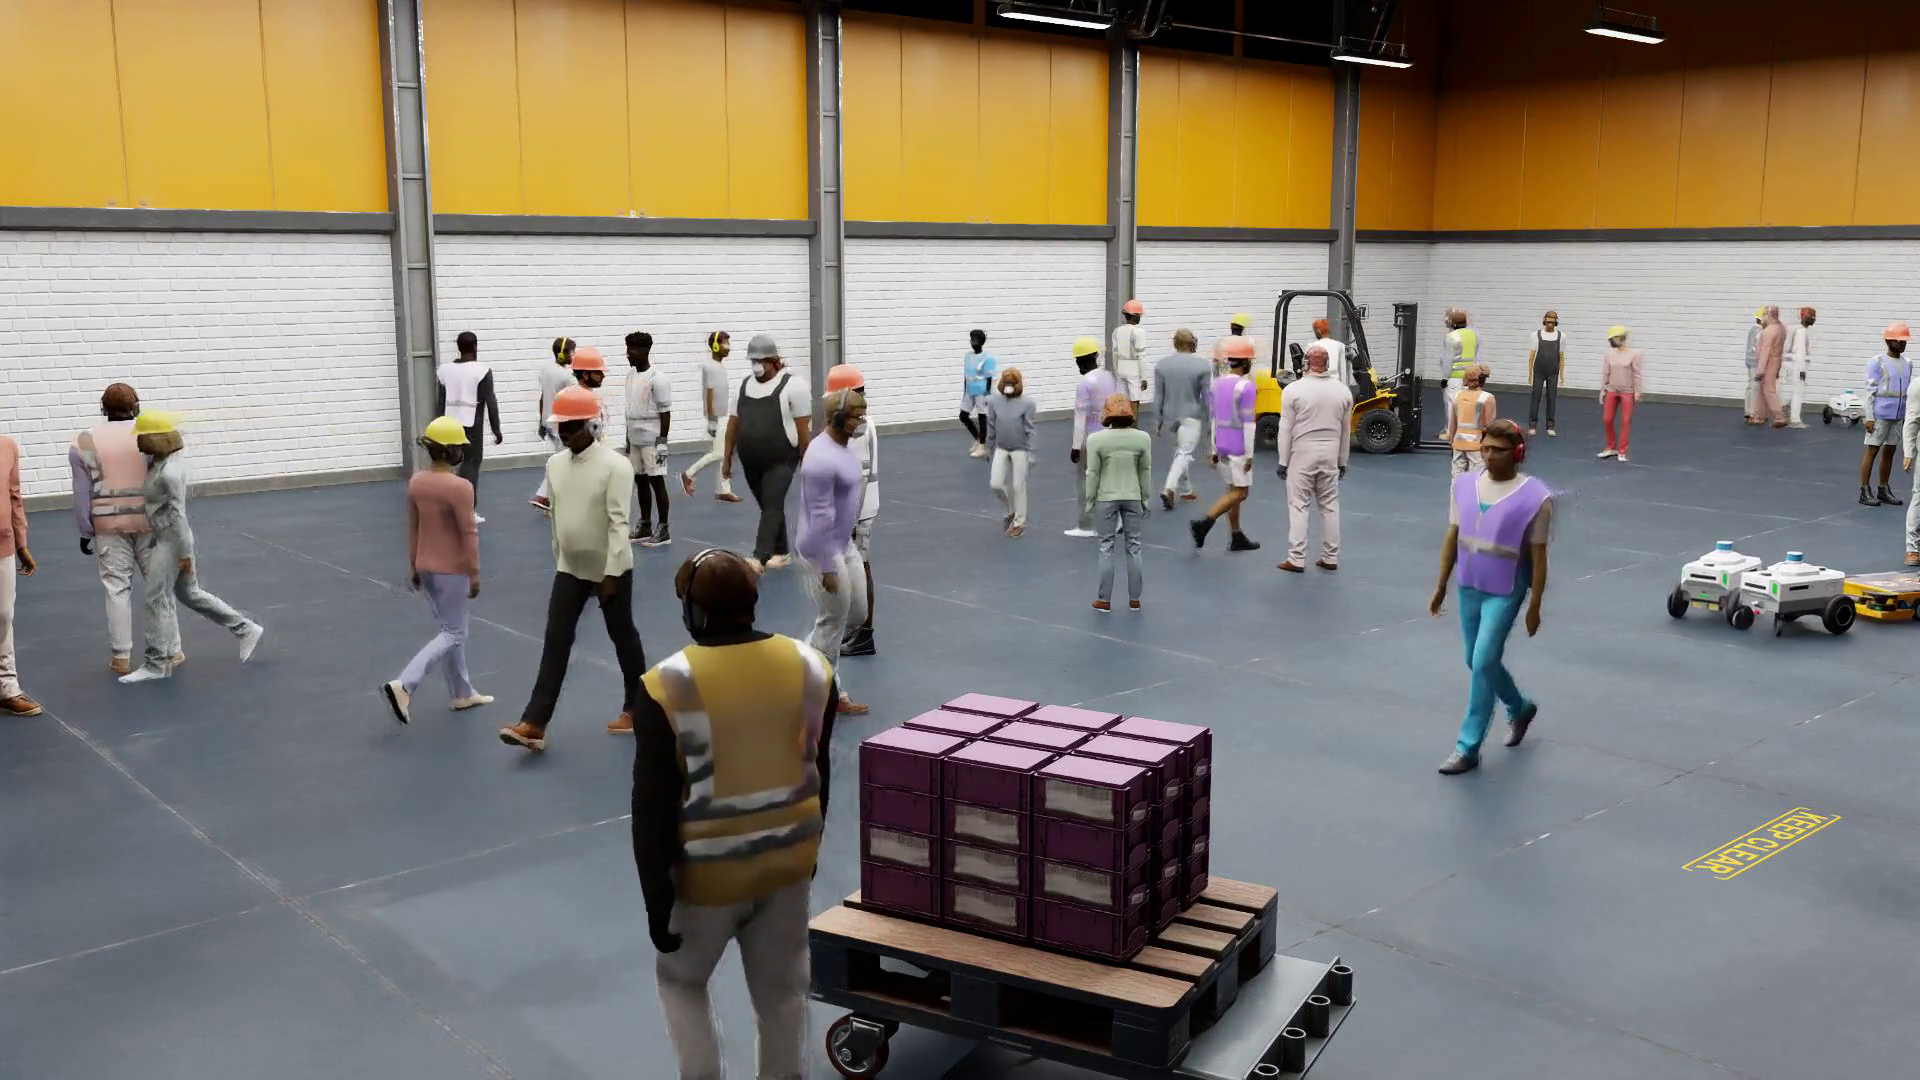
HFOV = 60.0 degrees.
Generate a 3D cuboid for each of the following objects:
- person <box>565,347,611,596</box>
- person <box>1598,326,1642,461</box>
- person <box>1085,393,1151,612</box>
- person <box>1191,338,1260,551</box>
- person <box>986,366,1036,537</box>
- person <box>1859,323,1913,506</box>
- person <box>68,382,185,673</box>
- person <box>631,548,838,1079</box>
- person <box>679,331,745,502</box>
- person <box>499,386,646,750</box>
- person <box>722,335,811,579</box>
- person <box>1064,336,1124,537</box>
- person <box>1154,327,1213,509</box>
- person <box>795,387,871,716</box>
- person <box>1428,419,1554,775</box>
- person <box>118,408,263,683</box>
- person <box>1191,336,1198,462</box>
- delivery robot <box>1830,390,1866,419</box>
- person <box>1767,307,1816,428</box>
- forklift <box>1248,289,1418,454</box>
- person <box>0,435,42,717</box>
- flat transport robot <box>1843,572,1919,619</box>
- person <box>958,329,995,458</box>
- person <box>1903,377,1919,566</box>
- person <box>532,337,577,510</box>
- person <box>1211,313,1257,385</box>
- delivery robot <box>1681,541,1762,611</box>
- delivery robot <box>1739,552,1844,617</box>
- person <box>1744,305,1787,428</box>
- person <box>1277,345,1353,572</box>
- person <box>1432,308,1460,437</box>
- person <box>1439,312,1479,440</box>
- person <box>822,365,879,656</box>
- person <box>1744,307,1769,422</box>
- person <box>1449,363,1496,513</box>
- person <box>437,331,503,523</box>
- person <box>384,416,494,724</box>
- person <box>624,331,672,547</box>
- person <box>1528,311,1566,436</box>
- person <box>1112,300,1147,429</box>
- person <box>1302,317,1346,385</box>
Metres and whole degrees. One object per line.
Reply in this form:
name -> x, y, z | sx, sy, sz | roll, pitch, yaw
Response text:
person -> -2.886, -0.536, 12.983 | 0.372, 1.934, 0.551 | -3, 10, -17
person -> 8.563, -1.885, 21.510 | 0.369, 1.729, 0.567 | -7, 12, -37
person -> 1.170, -0.275, 12.343 | 0.497, 1.633, 0.288 | -2, 10, -9
person -> 2.349, -0.819, 14.696 | 0.769, 1.920, 0.549 | -5, 11, -28
person -> 0.484, -0.826, 15.611 | 0.532, 1.613, 0.359 | 5, 11, 25
person -> 9.825, -1.324, 17.590 | 0.543, 1.939, 0.360 | -3, 10, -15
person -> -5.275, -0.078, 10.581 | 0.624, 1.845, 0.430 | -4, 11, -25
person -> -0.643, 0.929, 4.731 | 0.642, 1.824, 0.486 | -6, 11, -30
person -> -2.658, -1.311, 17.783 | 0.606, 1.852, 0.530 | 2, 10, 12
person -> -2.033, 0.158, 8.894 | 0.613, 1.942, 1.008 | 5, 11, 25
person -> -1.655, -0.712, 13.710 | 0.707, 2.000, 1.002 | 5, 11, 26
person -> 1.302, -0.948, 15.537 | 0.607, 1.898, 0.613 | 6, 11, 30
person -> 2.316, -1.280, 17.465 | 0.635, 1.911, 0.967 | 6, 12, 33
person -> -0.759, 0.080, 9.471 | 0.512, 1.912, 0.645 | 2, 10, 14
person -> 2.793, 0.265, 8.641 | 0.859, 1.819, 0.581 | -6, 12, -33
person -> -4.868, 0.014, 10.444 | 0.809, 1.713, 0.491 | -6, 11, -30
person -> 2.944, -1.798, 21.253 | 0.433, 1.623, 0.538 | 4, 10, 20
delivery robot -> 13.812, -2.094, 25.868 | 0.477, 0.478, 0.707 | 2, 10, 10
person -> 12.838, -2.657, 25.616 | 0.563, 1.869, 0.583 | 5, 11, 29
forklift -> 5.034, -2.339, 22.783 | 2.313, 2.155, 1.214 | 3, 10, 16
person -> -5.509, 0.060, 9.348 | 0.392, 1.985, 0.609 | 5, 11, 26
flat transport robot -> 7.155, 0.393, 12.415 | 1.431, 0.197, 0.652 | -3, 10, -19
person -> 0.223, -1.916, 21.772 | 0.554, 1.684, 0.366 | 9, 13, 44
person -> 8.343, -0.730, 14.111 | 0.636, 1.938, 0.358 | 2, 10, 14
person -> -4.059, -1.130, 16.811 | 0.377, 1.832, 0.622 | -9, 13, -42
person -> 3.709, -2.118, 22.486 | 0.552, 1.857, 0.922 | -1, 10, -7
delivery robot -> 5.560, 0.252, 12.135 | 0.477, 0.478, 0.707 | 10, 14, 44
delivery robot -> 5.849, 0.327, 11.694 | 0.707, 0.478, 0.477 | -4, 11, -22
person -> 12.495, -2.666, 25.678 | 0.551, 1.927, 0.668 | 8, 13, 39
person -> 2.958, -0.680, 13.965 | 0.643, 1.899, 0.396 | -3, 10, -17
person -> 7.300, -2.434, 24.236 | 0.685, 1.889, 0.657 | 1, 10, 6
person -> 7.139, -2.347, 23.876 | 0.624, 1.841, 0.430 | -6, 11, -31
person -> -0.720, -0.194, 11.007 | 0.369, 1.929, 0.542 | 0, 10, -2
person -> 12.737, -2.794, 26.504 | 0.404, 1.834, 0.591 | 2, 10, 12
person -> 4.810, -0.841, 15.633 | 0.314, 1.642, 0.514 | -6, 11, -32
person -> -4.852, -1.109, 16.457 | 0.585, 1.901, 0.592 | 4, 10, 22
person -> -2.978, 0.172, 9.421 | 0.530, 1.744, 0.727 | 7, 12, 35
person -> -2.868, -0.924, 15.165 | 0.362, 1.963, 0.614 | -9, 13, -43
person -> 8.590, -2.430, 24.359 | 0.504, 1.840, 0.345 | 2, 10, 10
person -> 2.343, -2.250, 22.703 | 0.379, 2.045, 0.605 | -7, 12, -36
person -> 4.723, -1.920, 21.325 | 0.583, 1.858, 0.727 | -4, 11, -23
